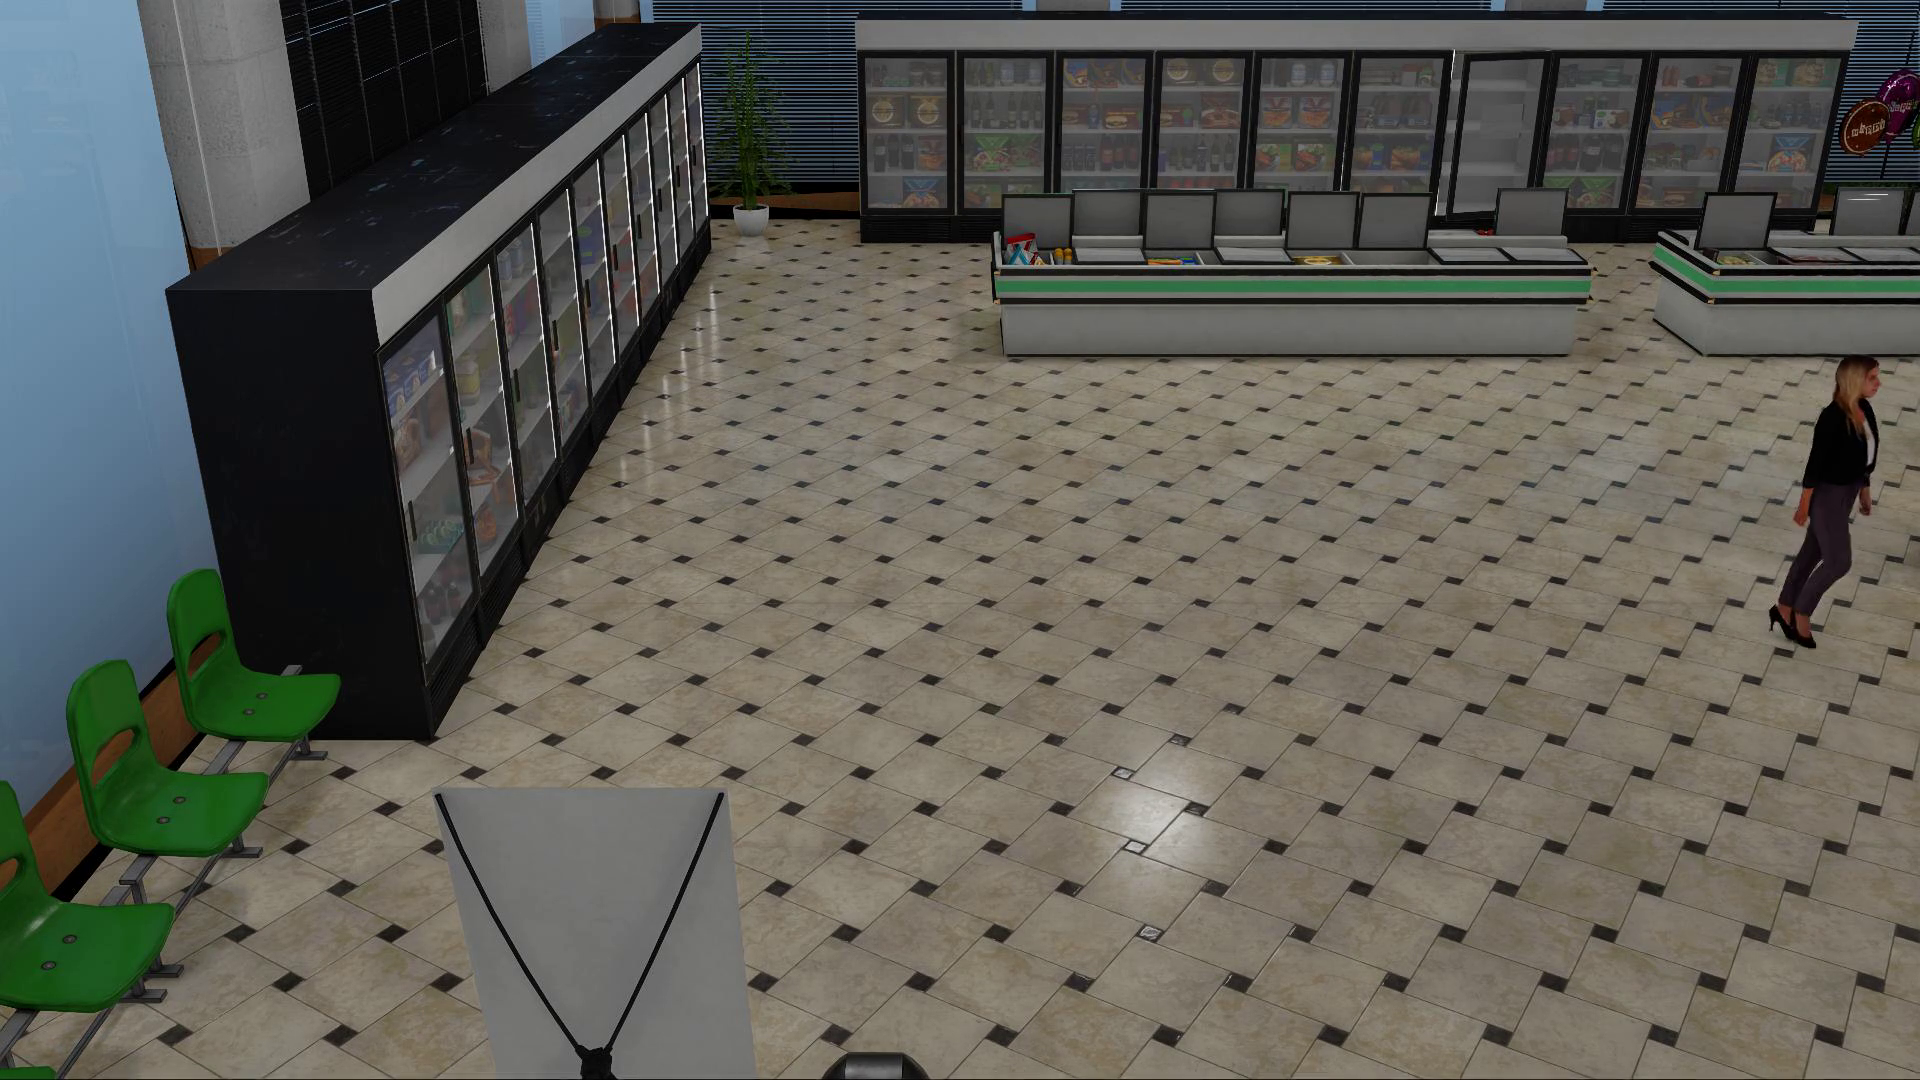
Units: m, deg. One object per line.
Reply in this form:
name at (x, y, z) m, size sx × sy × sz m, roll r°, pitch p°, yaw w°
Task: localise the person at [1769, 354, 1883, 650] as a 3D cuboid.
person at (4.608, -0.217, 8.993) m, size 0.724 × 1.658 × 0.785 m, roll -21°, pitch 31°, yaw -40°
